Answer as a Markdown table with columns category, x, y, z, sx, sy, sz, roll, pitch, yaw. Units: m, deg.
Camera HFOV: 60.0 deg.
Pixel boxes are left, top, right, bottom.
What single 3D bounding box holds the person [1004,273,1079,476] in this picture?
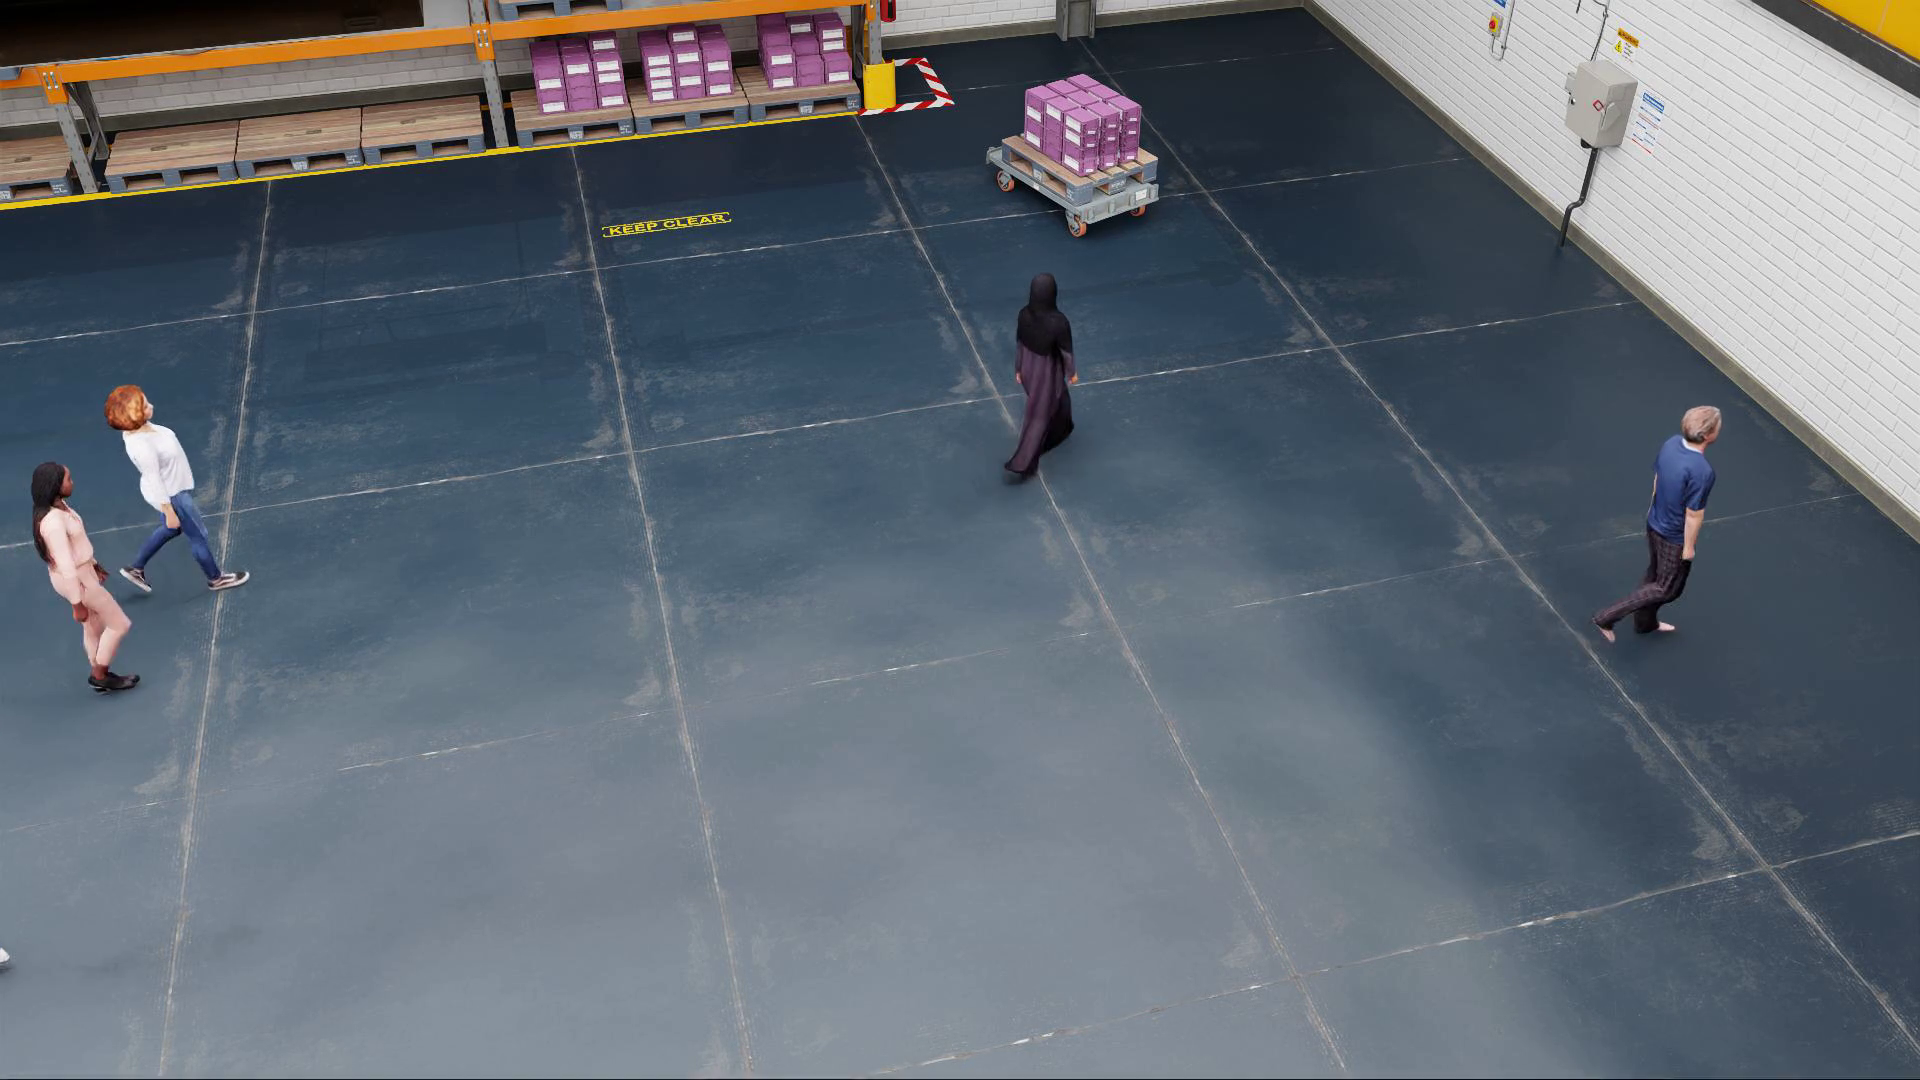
| category | x | y | z | sx | sy | sz | roll | pitch | yaw |
| --- | --- | --- | --- | --- | --- | --- | --- | --- | --- |
| person | 0.580 | -1.230 | 12.444 | 0.968 | 1.608 | 1.173 | 30 | 47 | 32 |

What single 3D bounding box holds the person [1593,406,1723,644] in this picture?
| category | x | y | z | sx | sy | sz | roll | pitch | yaw |
| --- | --- | --- | --- | --- | --- | --- | --- | --- | --- |
| person | 4.531 | -0.052 | 10.767 | 0.943 | 1.860 | 0.756 | -3 | 39 | -4 |

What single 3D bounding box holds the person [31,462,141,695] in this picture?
| category | x | y | z | sx | sy | sz | roll | pitch | yaw |
| --- | --- | --- | --- | --- | --- | --- | --- | --- | --- |
| person | -5.625 | 0.300 | 10.456 | 0.685 | 1.699 | 0.741 | -15 | 41 | -18 |

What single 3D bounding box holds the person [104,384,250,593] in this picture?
| category | x | y | z | sx | sy | sz | roll | pitch | yaw |
| --- | --- | --- | --- | --- | --- | --- | --- | --- | --- |
| person | -5.443 | -0.304 | 11.220 | 1.073 | 1.689 | 0.801 | -19 | 42 | -22 |
